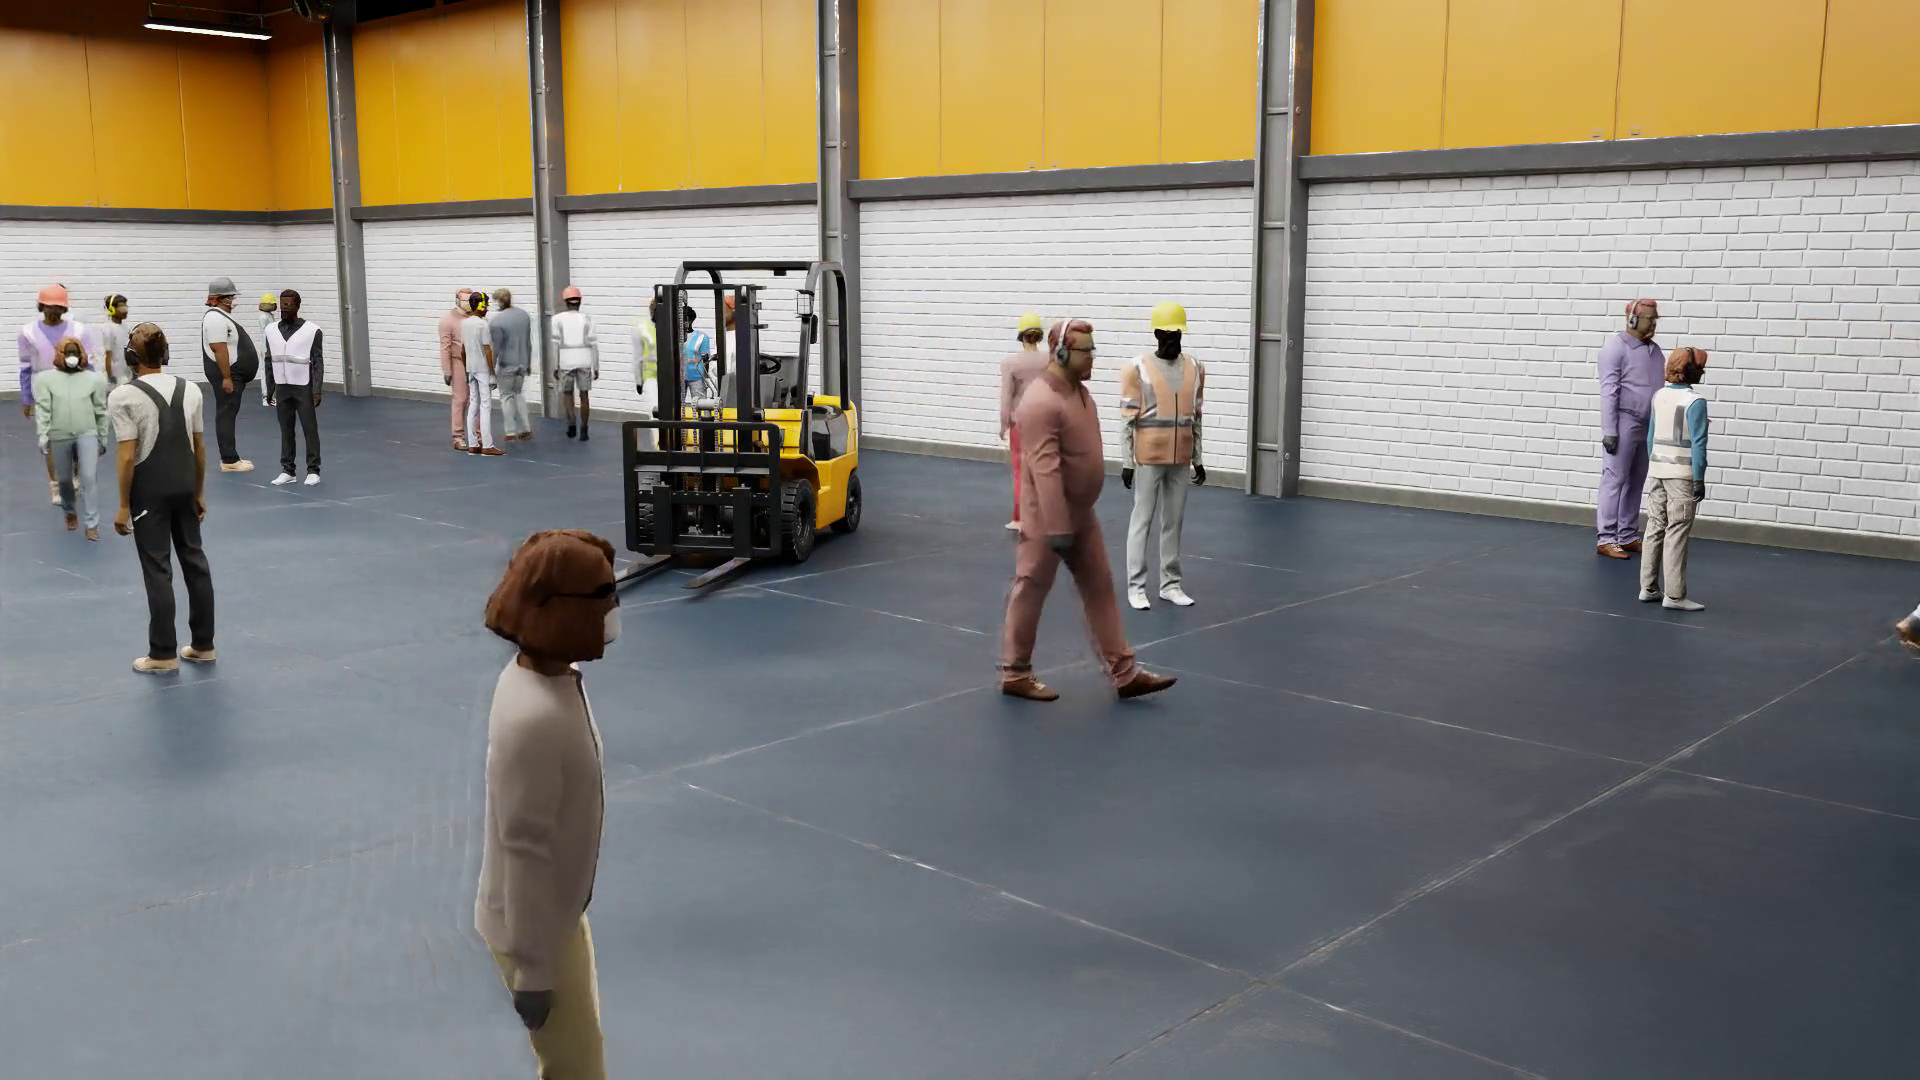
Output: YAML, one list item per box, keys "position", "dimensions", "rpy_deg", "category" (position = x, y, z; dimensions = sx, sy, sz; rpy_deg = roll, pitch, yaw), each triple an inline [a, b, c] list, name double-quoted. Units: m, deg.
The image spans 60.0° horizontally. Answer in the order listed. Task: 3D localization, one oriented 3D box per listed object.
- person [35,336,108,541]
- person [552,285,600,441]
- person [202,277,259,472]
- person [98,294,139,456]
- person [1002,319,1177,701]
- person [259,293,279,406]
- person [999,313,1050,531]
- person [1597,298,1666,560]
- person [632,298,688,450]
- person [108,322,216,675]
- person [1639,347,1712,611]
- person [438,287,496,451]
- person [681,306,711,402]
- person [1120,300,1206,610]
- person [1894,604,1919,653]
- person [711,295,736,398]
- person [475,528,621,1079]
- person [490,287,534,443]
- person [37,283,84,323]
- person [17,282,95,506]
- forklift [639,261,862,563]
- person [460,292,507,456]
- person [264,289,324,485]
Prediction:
- position: [-7.015, -0.821, 13.173]
  dimensions: [0.497, 1.602, 0.757]
  rpy_deg: [-5, 10, -27]
  category: "person"
- position: [-4.730, -2.172, 20.506]
  dimensions: [0.570, 1.916, 0.421]
  rpy_deg: [-2, 9, -11]
  category: "person"
- position: [-7.671, -1.746, 17.519]
  dimensions: [0.537, 2.000, 0.678]
  rpy_deg: [-4, 10, -24]
  category: "person"
- position: [-9.487, -1.839, 18.714]
  dimensions: [0.844, 1.837, 0.517]
  rpy_deg: [-1, 9, -9]
  category: "person"
- position: [0.601, -0.113, 8.009]
  dimensions: [0.929, 1.865, 0.679]
  rpy_deg: [5, 10, 26]
  category: "person"
- position: [-10.729, -2.964, 25.896]
  dimensions: [0.320, 1.742, 0.492]
  rpy_deg: [-1, 9, -9]
  category: "person"
- position: [0.566, -0.948, 13.472]
  dimensions: [0.531, 1.769, 0.319]
  rpy_deg: [-3, 10, -18]
  category: "person"
- position: [4.964, -0.820, 12.249]
  dimensions: [0.639, 1.909, 0.409]
  rpy_deg: [-6, 11, -35]
  category: "person"
- position: [-3.404, -1.844, 18.789]
  dimensions: [0.628, 1.817, 0.697]
  rpy_deg: [-6, 11, -34]
  category: "person"
- position: [-4.190, -0.214, 8.722]
  dimensions: [0.351, 1.846, 0.506]
  rpy_deg: [6, 11, 31]
  category: "person"
- position: [4.475, -0.383, 10.391]
  dimensions: [0.310, 1.638, 0.522]
  rpy_deg: [-2, 9, -10]
  category: "person"
- position: [-5.772, -2.004, 19.527]
  dimensions: [0.404, 1.905, 0.664]
  rpy_deg: [8, 12, 40]
  category: "person"
- position: [-3.177, -1.886, 19.440]
  dimensions: [0.532, 1.693, 0.319]
  rpy_deg: [1, 9, 4]
  category: "person"
- position: [1.281, -0.526, 10.382]
  dimensions: [0.594, 1.924, 0.383]
  rpy_deg: [-4, 10, -24]
  category: "person"
- position: [5.271, -0.210, 8.626]
  dimensions: [0.460, 1.866, 0.596]
  rpy_deg: [1, 9, 6]
  category: "person"
- position: [-2.077, -1.285, 15.173]
  dimensions: [0.584, 1.882, 0.346]
  rpy_deg: [9, 13, 43]
  category: "person"
- position: [-0.888, 0.775, 3.337]
  dimensions: [0.473, 1.617, 0.510]
  rpy_deg: [-1, 9, -8]
  category: "person"
- position: [-5.458, -2.101, 20.167]
  dimensions: [0.457, 1.894, 0.700]
  rpy_deg: [5, 10, 28]
  category: "person"
- position: [-11.826, -2.425, 21.965]
  dimensions: [0.613, 1.945, 0.516]
  rpy_deg: [1, 9, 7]
  category: "person"
- position: [-8.213, -1.343, 15.156]
  dimensions: [0.613, 2.010, 0.826]
  rpy_deg: [-5, 10, -27]
  category: "person"
- position: [-1.552, -1.040, 12.721]
  dimensions: [1.214, 2.155, 2.313]
  rpy_deg: [2, 9, 11]
  category: "forklift"
- position: [-5.452, -1.886, 18.920]
  dimensions: [0.517, 1.865, 0.328]
  rpy_deg: [7, 11, 36]
  category: "person"
- position: [-6.544, -1.500, 16.375]
  dimensions: [0.593, 1.922, 0.391]
  rpy_deg: [1, 9, 5]
  category: "person"
